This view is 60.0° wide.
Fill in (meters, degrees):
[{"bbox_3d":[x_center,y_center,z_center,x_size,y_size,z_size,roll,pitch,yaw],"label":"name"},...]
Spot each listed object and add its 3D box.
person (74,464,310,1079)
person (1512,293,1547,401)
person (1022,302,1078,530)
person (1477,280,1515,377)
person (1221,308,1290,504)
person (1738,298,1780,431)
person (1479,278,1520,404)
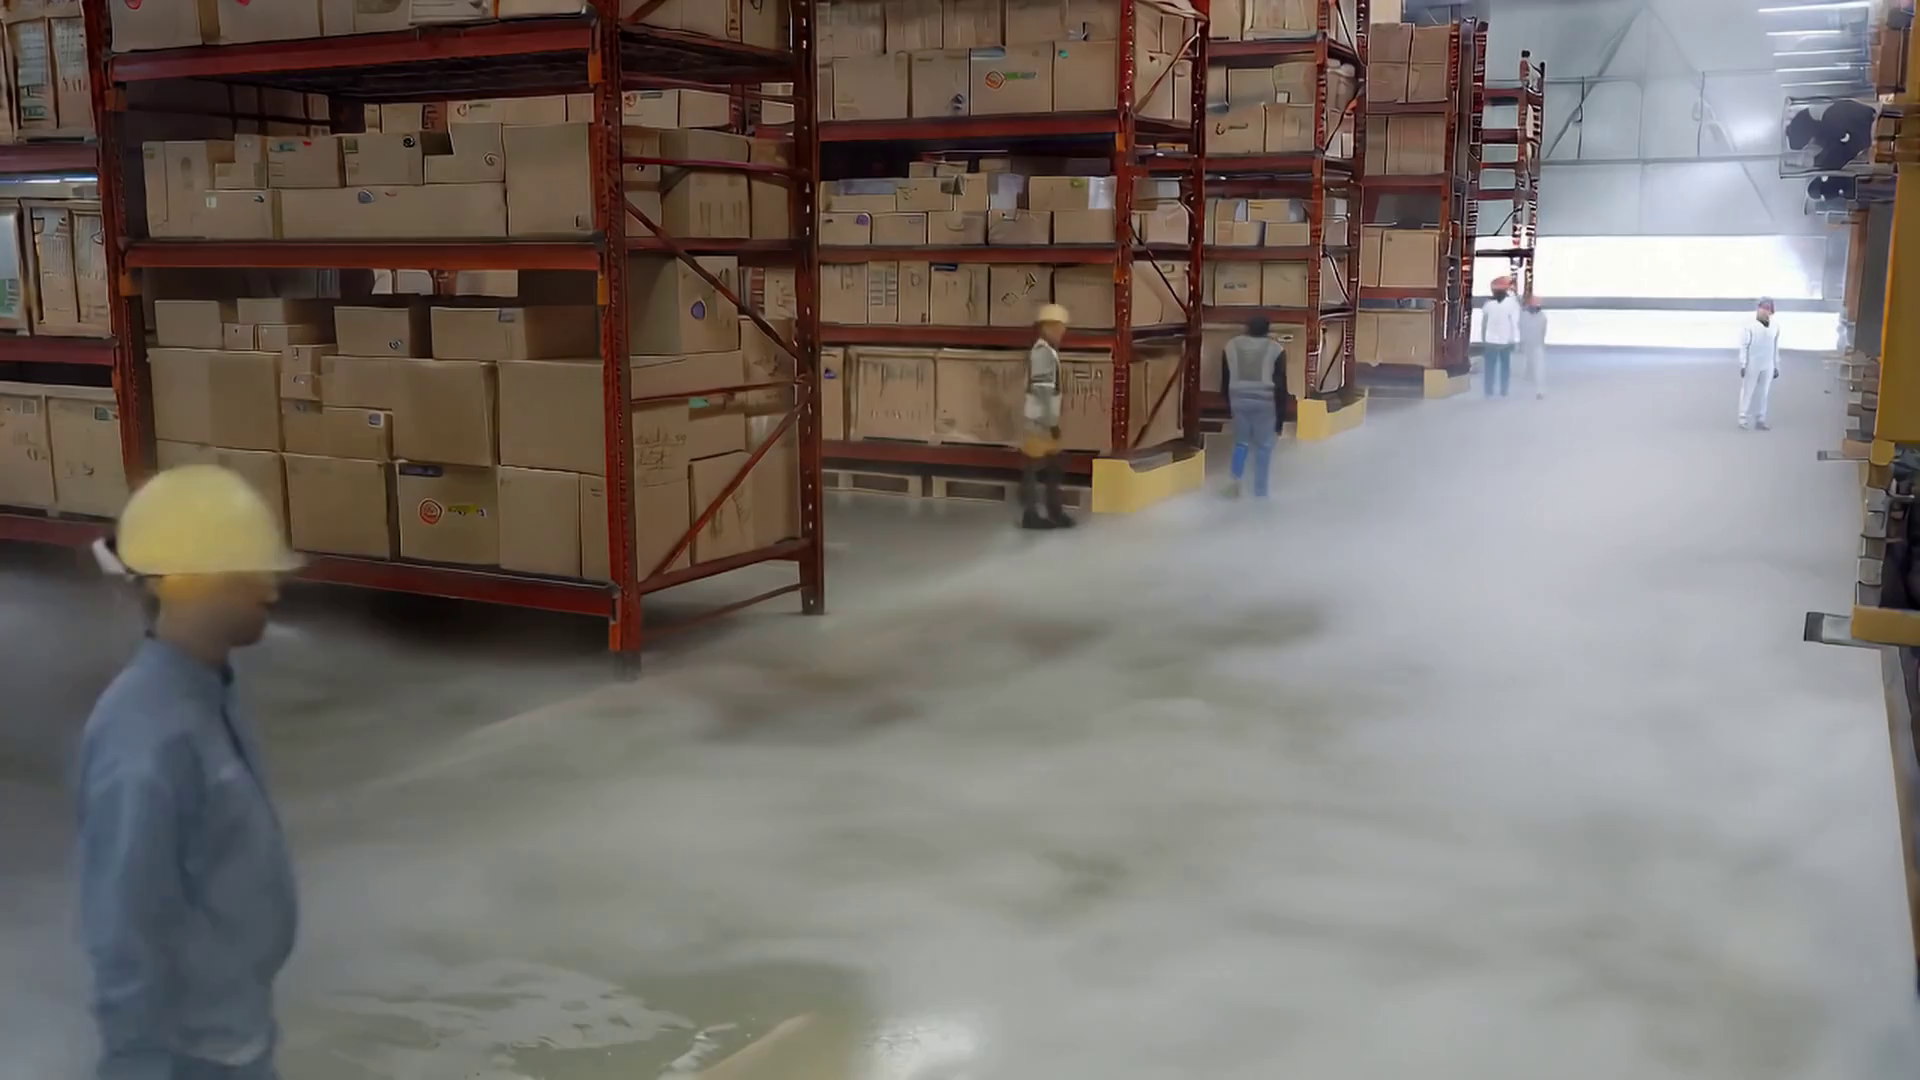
[{"bbox_3d":[-1.450,0.842,2.997,0.716,1.975,0.623,-2,10,-10],"label":"person"},{"bbox_3d":[9.051,-3.075,26.429,0.488,1.708,0.699,0,10,-2],"label":"person"},{"bbox_3d":[0.791,-1.024,13.985,0.601,1.917,0.567,3,10,18],"label":"person"},{"bbox_3d":[10.137,-3.964,31.266,0.627,1.821,0.603,1,10,7],"label":"person"},{"bbox_3d":[2.734,-1.229,15.411,0.645,1.823,0.460,5,11,27],"label":"person"},{"bbox_3d":[10.480,-2.293,21.797,0.589,1.745,0.354,-2,10,-10],"label":"person"},{"bbox_3d":[8.327,-3.069,25.756,0.628,1.925,1.034,5,11,25],"label":"person"}]
